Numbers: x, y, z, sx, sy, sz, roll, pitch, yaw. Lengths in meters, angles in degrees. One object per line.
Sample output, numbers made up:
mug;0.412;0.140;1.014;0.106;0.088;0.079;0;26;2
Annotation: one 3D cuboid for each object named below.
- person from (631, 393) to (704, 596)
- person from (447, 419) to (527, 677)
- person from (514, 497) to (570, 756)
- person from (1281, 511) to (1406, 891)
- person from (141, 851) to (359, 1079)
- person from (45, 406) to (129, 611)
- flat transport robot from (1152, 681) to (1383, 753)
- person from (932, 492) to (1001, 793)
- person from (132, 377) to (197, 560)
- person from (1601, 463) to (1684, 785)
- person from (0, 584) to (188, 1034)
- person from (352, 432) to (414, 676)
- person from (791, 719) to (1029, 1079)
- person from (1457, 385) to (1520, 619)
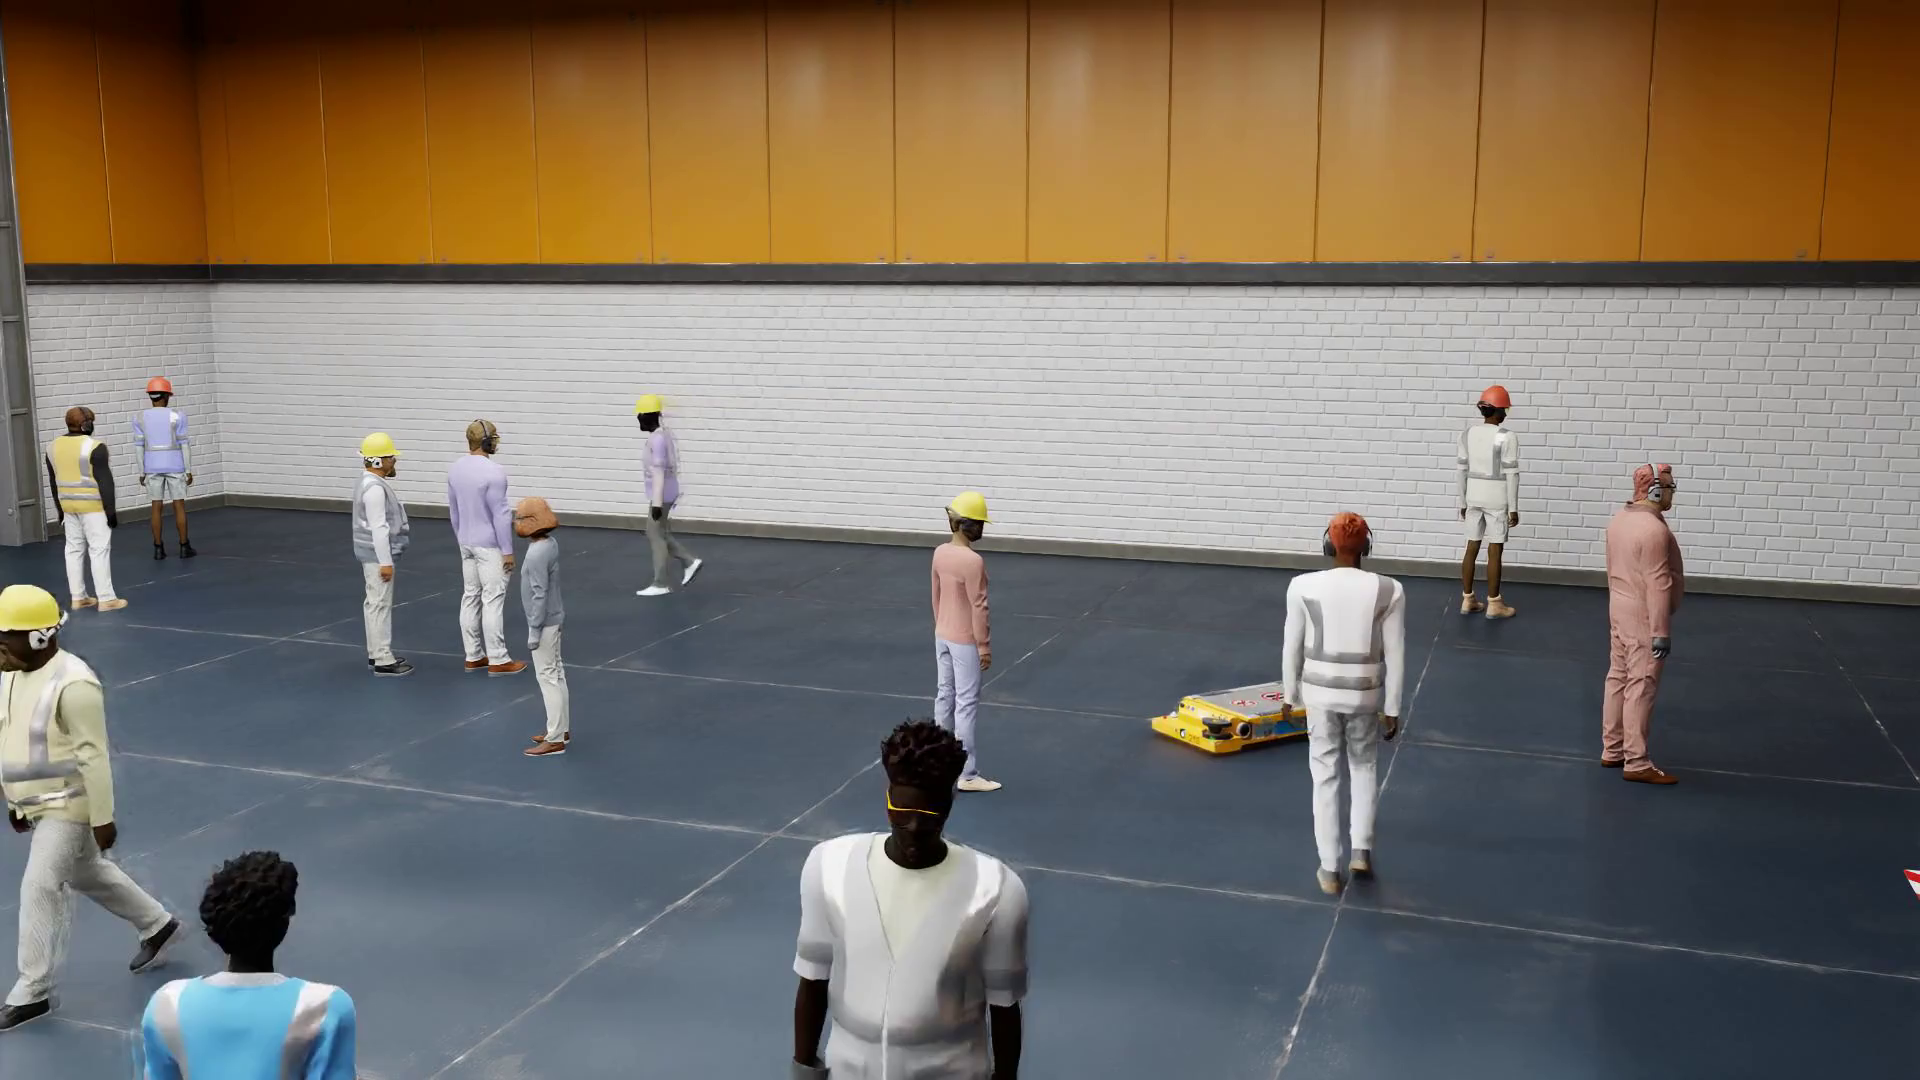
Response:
person;-2.772;-0.421;15.601;0.567;1.912;0.596;-2;9;-11
person;-3.579;0.058;12.523;0.627;1.940;0.370;7;11;37
person;-2.638;0.539;10.487;0.274;1.631;0.507;-1;9;-3
person;1.881;0.785;8.226;0.576;1.867;0.501;1;9;7
person;-1.708;1.567;4.060;0.540;1.652;0.857;0;9;-1
person;-7.825;-0.279;14.919;0.624;1.843;0.429;3;10;16
flat transport robot;2.037;1.138;10.980;1.431;0.197;0.652;-5;11;-30
person;0.029;0.594;9.765;0.328;1.760;0.524;-5;11;-31
person;-8.407;-0.753;17.588;0.542;1.928;0.374;-2;9;-14
person;4.102;0.487;9.955;0.406;1.911;0.639;0;9;-1
person;-3.669;1.042;6.889;0.605;1.798;0.894;7;12;38
person;-4.363;0.105;12.560;0.404;1.835;0.590;-4;10;-24
person;-0.116;1.374;4.371;0.615;1.936;0.846;3;10;16
person;4.659;-0.335;14.633;0.379;2.045;0.605;-7;11;-36
